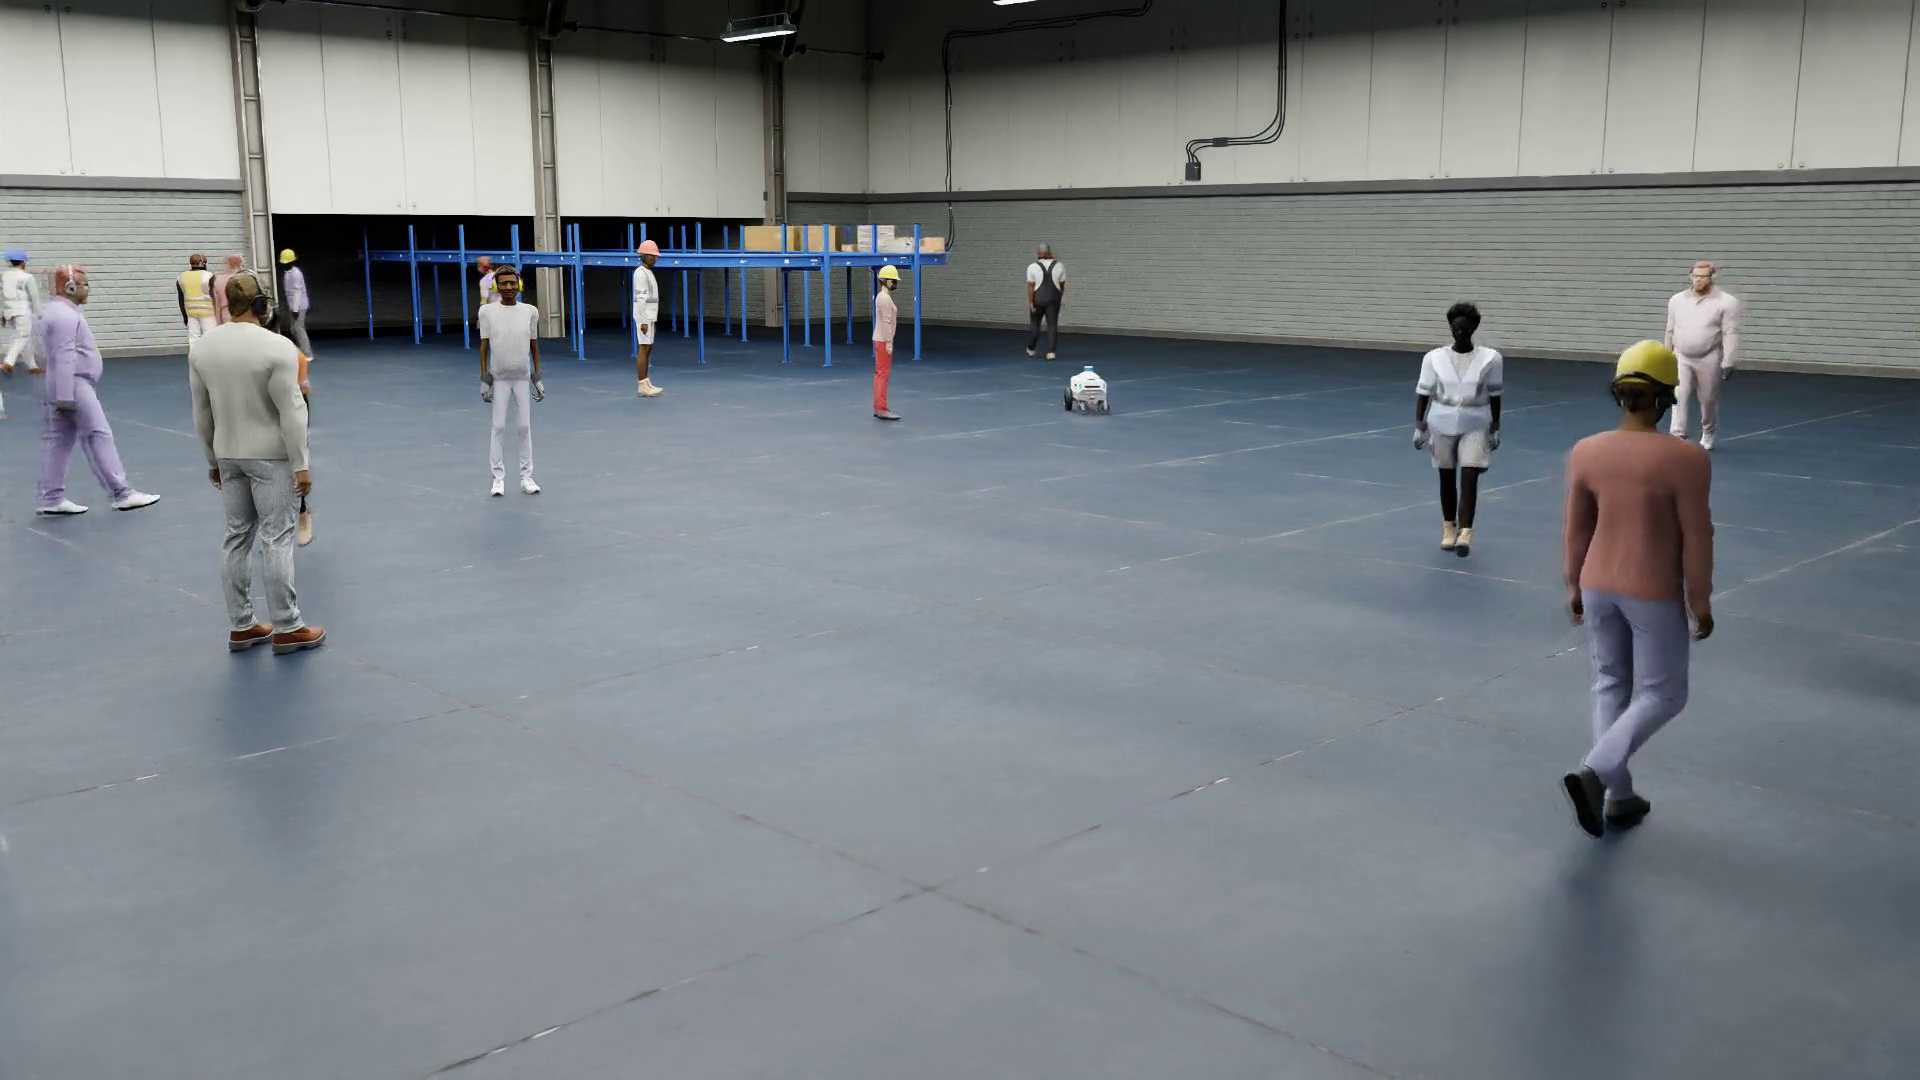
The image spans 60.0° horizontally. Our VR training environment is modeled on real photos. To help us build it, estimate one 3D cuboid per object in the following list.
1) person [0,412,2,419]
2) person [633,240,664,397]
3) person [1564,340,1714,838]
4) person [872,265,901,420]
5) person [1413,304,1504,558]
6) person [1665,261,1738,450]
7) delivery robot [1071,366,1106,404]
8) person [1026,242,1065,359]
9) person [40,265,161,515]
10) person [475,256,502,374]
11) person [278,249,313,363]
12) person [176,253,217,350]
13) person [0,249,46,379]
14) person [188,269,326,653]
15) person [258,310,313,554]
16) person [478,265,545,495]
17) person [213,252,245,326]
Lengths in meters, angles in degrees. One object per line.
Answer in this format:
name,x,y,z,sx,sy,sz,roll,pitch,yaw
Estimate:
person,-11.435,-2.278,18.969,0.784,1.856,0.586,-4,11,-22
person,-4.129,-2.939,22.059,0.394,2.040,0.609,0,10,0
person,2.321,0.182,5.802,0.596,1.750,0.540,-7,13,-35
person,-0.847,-2.285,19.246,0.329,1.765,0.526,-2,11,-9
person,3.266,-0.717,10.959,0.554,1.650,0.847,4,11,22
person,7.172,-1.766,16.127,0.652,1.875,0.927,7,13,34
delivery robot,1.542,-1.844,20.001,0.477,0.478,0.707,-1,10,-4
person,1.460,-4.171,28.888,0.693,2.000,1.012,-2,11,-9
person,-6.591,-1.130,12.628,0.902,1.870,0.665,-7,12,-33
person,-6.977,-3.350,24.975,0.746,1.785,0.594,2,11,10
person,-11.054,-3.888,27.658,0.506,1.879,0.618,-7,12,-33
person,-11.282,-3.335,24.771,0.619,1.839,0.430,1,10,5
person,-14.029,-3.361,24.725,0.621,1.916,0.915,3,11,16
person,-3.580,-0.397,8.473,0.637,1.937,0.357,3,11,18
person,-4.573,-0.734,11.011,0.545,1.688,0.363,1,10,8
person,-3.675,-1.313,13.649,0.519,1.873,0.328,-5,12,-25
person,-9.653,-2.890,22.201,0.650,1.881,0.694,4,11,19
